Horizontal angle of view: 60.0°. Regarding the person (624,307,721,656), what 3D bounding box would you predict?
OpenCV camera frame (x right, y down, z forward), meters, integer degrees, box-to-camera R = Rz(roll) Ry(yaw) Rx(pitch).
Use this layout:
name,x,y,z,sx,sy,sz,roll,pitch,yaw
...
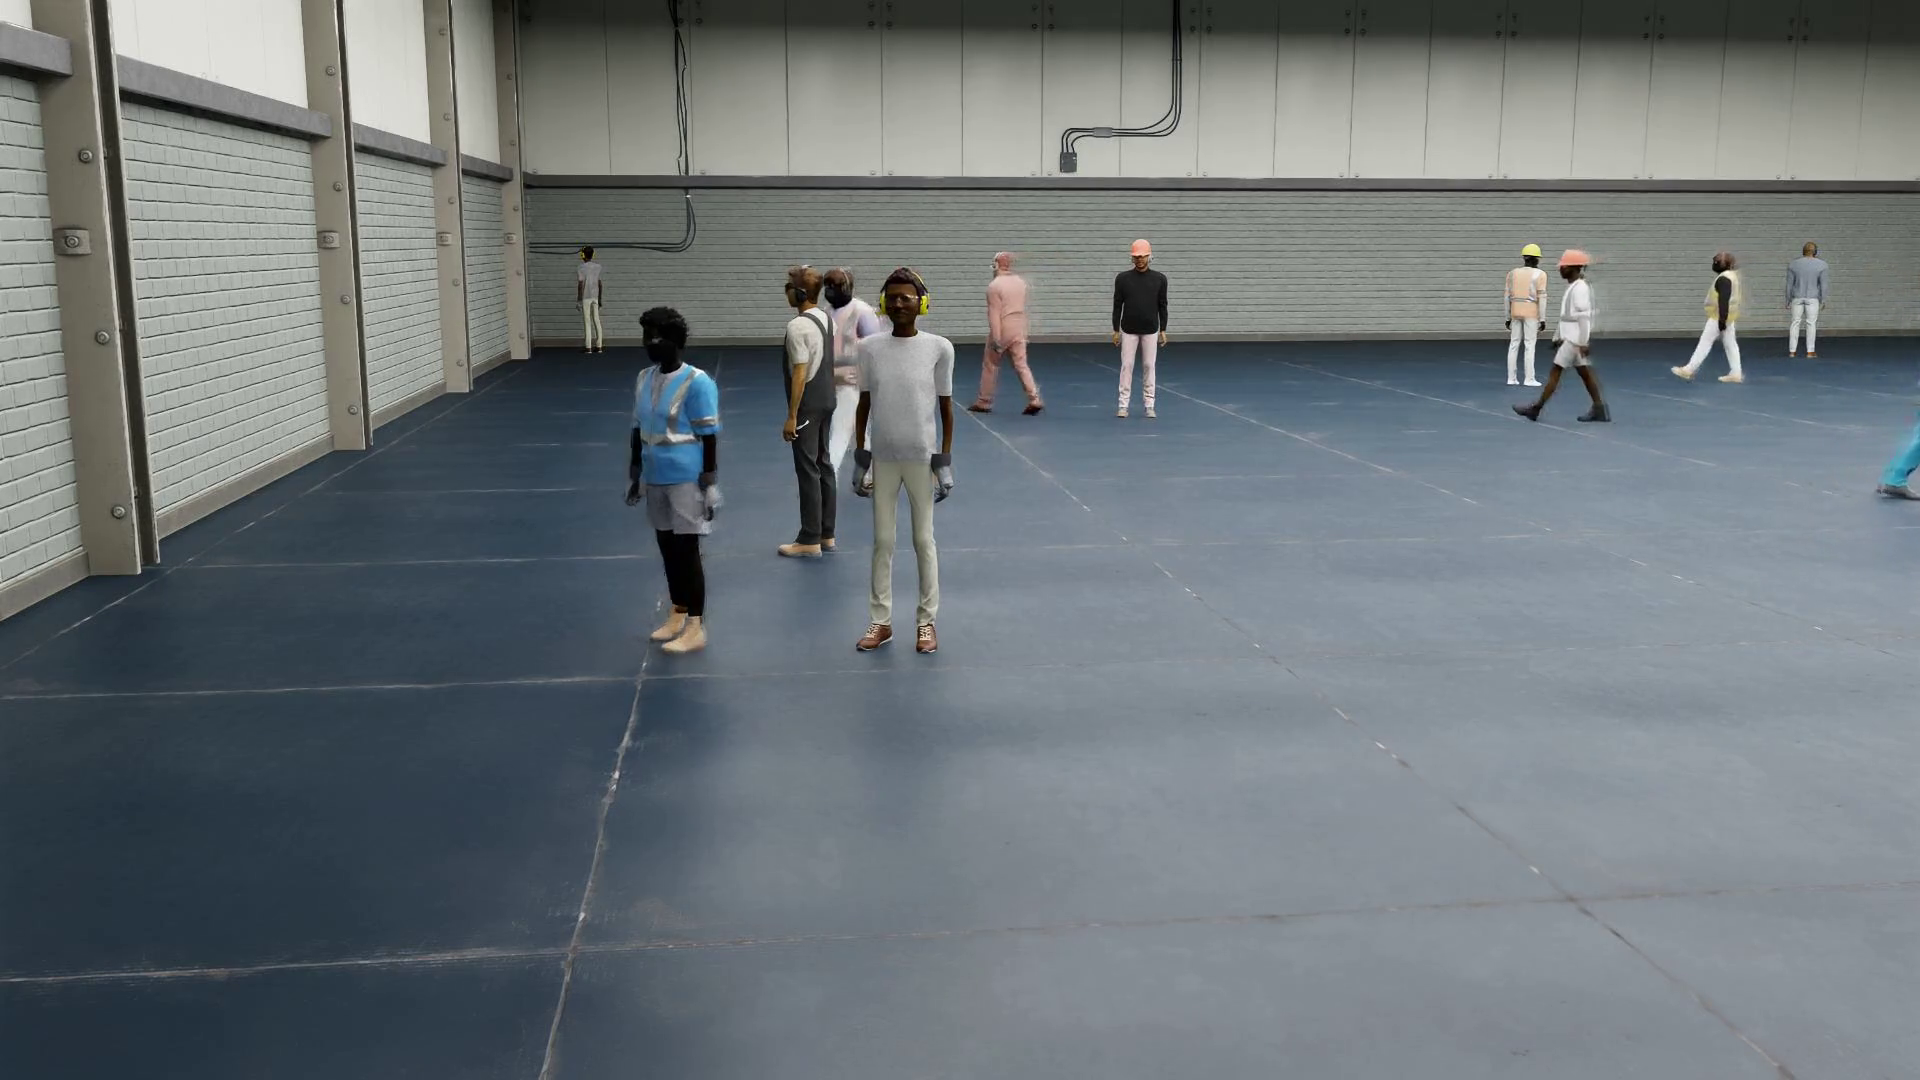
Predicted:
name,x,y,z,sx,sy,sz,roll,pitch,yaw
person,-1.432,-0.286,8.150,0.575,1.683,0.438,9,14,41

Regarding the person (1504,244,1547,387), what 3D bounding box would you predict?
name,x,y,z,sx,sy,sz,roll,pitch,yaw
person,7.680,-3.042,22.574,0.384,1.921,0.591,-9,14,-41

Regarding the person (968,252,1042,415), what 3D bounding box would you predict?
name,x,y,z,sx,sy,sz,roll,pitch,yaw
person,0.550,-2.354,19.005,0.632,1.859,0.980,-10,14,-43

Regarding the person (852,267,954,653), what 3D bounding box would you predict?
name,x,y,z,sx,sy,sz,roll,pitch,yaw
person,-0.282,-0.382,8.122,0.513,1.877,0.328,2,11,11

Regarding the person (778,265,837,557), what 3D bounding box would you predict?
name,x,y,z,sx,sy,sz,roll,pitch,yaw
person,-0.968,-0.812,10.563,0.345,1.847,0.507,4,11,20

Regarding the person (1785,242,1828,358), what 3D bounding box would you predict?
name,x,y,z,sx,sy,sz,roll,pitch,yaw
person,14.227,-4.036,27.982,0.635,1.936,0.350,7,13,34

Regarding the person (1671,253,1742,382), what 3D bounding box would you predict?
name,x,y,z,sx,sy,sz,roll,pitch,yaw
person,10.553,-3.111,23.298,0.935,1.792,0.653,7,12,32

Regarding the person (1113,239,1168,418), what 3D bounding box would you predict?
name,x,y,z,sx,sy,sz,roll,pitch,yaw
person,2.017,-2.361,18.638,0.616,1.993,0.395,1,10,6

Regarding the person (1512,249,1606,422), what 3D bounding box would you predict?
name,x,y,z,sx,sy,sz,roll,pitch,yaw
person,6.641,-2.222,18.192,1.031,1.877,0.568,3,11,14

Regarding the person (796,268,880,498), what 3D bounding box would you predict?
name,x,y,z,sx,sy,sz,roll,pitch,yaw
person,-0.921,-1.204,12.882,0.646,1.789,0.977,10,14,44

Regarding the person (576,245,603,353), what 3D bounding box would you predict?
name,x,y,z,sx,sy,sz,roll,pitch,yaw
person,-6.482,-4.198,29.057,0.328,1.872,0.514,10,14,42

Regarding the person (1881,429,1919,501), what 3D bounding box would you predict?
name,x,y,z,sx,sy,sz,roll,pitch,yaw
person,7.534,-1.149,12.553,0.955,1.799,0.581,7,13,34
